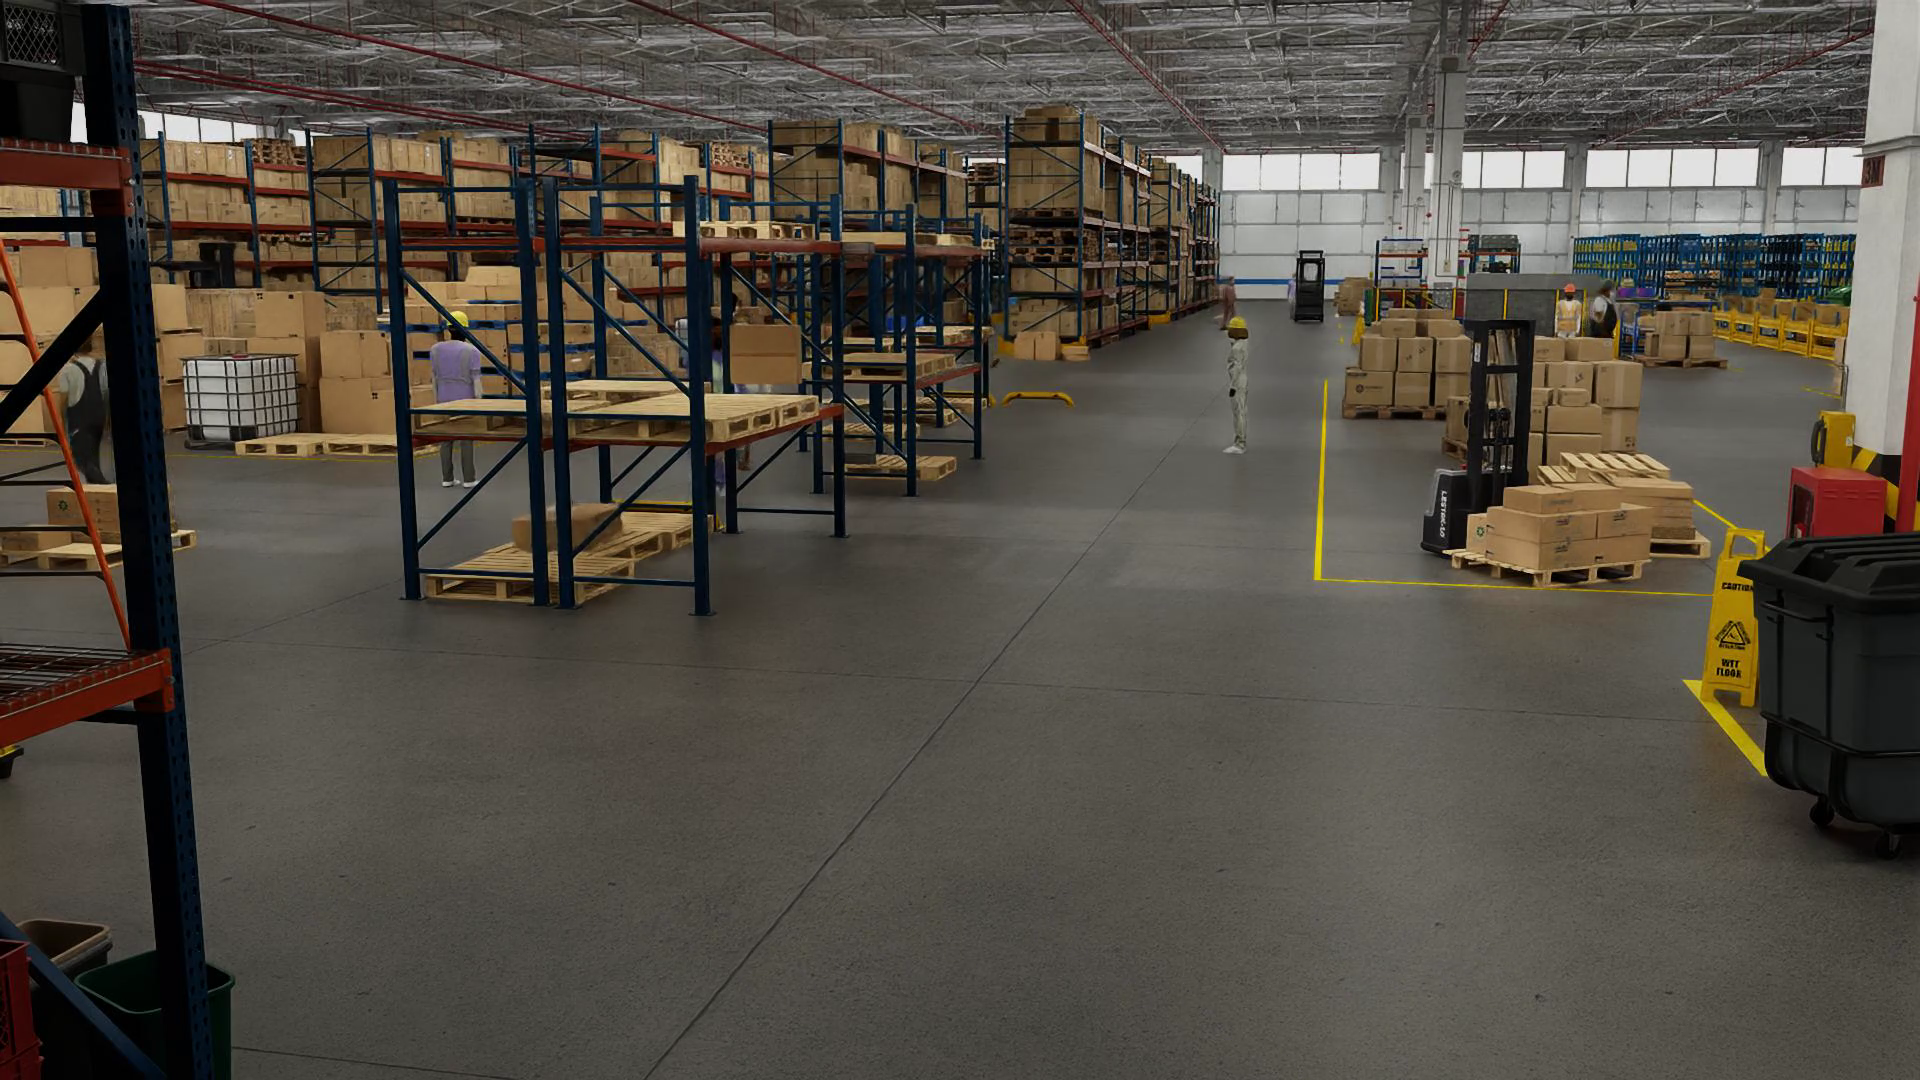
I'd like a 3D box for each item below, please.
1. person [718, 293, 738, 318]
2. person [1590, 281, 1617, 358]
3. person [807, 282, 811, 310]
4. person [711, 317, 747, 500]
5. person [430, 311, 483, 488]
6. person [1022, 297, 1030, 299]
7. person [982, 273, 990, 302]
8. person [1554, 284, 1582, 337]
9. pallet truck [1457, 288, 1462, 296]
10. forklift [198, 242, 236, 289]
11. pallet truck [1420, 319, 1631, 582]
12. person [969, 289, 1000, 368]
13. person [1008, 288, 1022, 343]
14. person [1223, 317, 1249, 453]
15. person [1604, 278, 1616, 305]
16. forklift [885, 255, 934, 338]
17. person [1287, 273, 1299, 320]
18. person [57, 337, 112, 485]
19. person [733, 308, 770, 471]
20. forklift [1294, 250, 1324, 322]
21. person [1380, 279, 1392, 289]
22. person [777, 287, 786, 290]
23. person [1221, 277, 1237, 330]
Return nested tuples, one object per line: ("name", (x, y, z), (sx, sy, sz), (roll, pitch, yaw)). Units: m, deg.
("person", (-3.616, -2.965, 26.527), (0.394, 1.953, 0.621), (9, 13, 43))
("person", (14.145, -4.670, 36.342), (0.822, 2.000, 0.699), (8, 12, 38))
("person", (-5.309, -8.762, 60.753), (0.601, 1.988, 0.979), (-1, 10, -8))
("person", (-2.548, -1.403, 17.479), (0.602, 1.883, 0.966), (-5, 11, -26))
("person", (-5.441, -1.518, 18.061), (0.581, 1.919, 0.406), (2, 10, 9))
("person", (2.167, -7.467, 53.940), (0.580, 1.694, 0.317), (-9, 13, -42))
("person", (1.453, -14.376, 94.572), (0.725, 1.785, 0.656), (2, 10, 14))
("person", (13.156, -4.566, 36.020), (0.545, 1.942, 0.353), (3, 10, 16))
("pallet truck", (20.506, -9.785, 68.819), (0.653, 1.274, 1.630), (2, 10, 12))
("forklift", (-15.738, -4.935, 35.431), (1.129, 2.768, 1.873), (7, 12, 37))
("pallet truck", (4.543, -0.757, 13.299), (0.823, 1.965, 1.885), (-4, 10, -22))
("person", (0.534, -4.805, 37.777), (0.913, 1.836, 0.520), (-4, 10, -23))
("person", (1.577, -6.639, 49.025), (0.548, 1.686, 0.449), (2, 10, 13))
("person", (3.535, -1.980, 21.294), (0.294, 1.744, 0.484), (3, 10, 18))
("person", (22.048, -8.003, 56.706), (0.591, 1.829, 0.404), (-4, 11, -24))
("forklift", (-1.137, -5.870, 40.964), (1.129, 2.768, 1.873), (2, 10, 12))
("person", (13.663, -9.965, 68.041), (0.655, 1.921, 0.668), (4, 10, 24))
("person", (-8.329, -1.120, 15.958), (0.757, 1.827, 0.509), (6, 11, 30))
("person", (-2.599, -1.803, 19.752), (0.642, 1.915, 0.810), (-3, 10, -17))
("forklift", (13.778, -10.002, 65.433), (1.129, 2.768, 1.873), (2, 10, 12))
("person", (19.572, -11.461, 76.839), (0.617, 1.944, 0.903), (-6, 11, -32))
("person", (-7.504, -10.010, 69.200), (0.535, 1.609, 0.690), (2, 10, 10))
("person", (9.498, -8.220, 57.875), (0.912, 1.864, 0.668), (4, 10, 20))
